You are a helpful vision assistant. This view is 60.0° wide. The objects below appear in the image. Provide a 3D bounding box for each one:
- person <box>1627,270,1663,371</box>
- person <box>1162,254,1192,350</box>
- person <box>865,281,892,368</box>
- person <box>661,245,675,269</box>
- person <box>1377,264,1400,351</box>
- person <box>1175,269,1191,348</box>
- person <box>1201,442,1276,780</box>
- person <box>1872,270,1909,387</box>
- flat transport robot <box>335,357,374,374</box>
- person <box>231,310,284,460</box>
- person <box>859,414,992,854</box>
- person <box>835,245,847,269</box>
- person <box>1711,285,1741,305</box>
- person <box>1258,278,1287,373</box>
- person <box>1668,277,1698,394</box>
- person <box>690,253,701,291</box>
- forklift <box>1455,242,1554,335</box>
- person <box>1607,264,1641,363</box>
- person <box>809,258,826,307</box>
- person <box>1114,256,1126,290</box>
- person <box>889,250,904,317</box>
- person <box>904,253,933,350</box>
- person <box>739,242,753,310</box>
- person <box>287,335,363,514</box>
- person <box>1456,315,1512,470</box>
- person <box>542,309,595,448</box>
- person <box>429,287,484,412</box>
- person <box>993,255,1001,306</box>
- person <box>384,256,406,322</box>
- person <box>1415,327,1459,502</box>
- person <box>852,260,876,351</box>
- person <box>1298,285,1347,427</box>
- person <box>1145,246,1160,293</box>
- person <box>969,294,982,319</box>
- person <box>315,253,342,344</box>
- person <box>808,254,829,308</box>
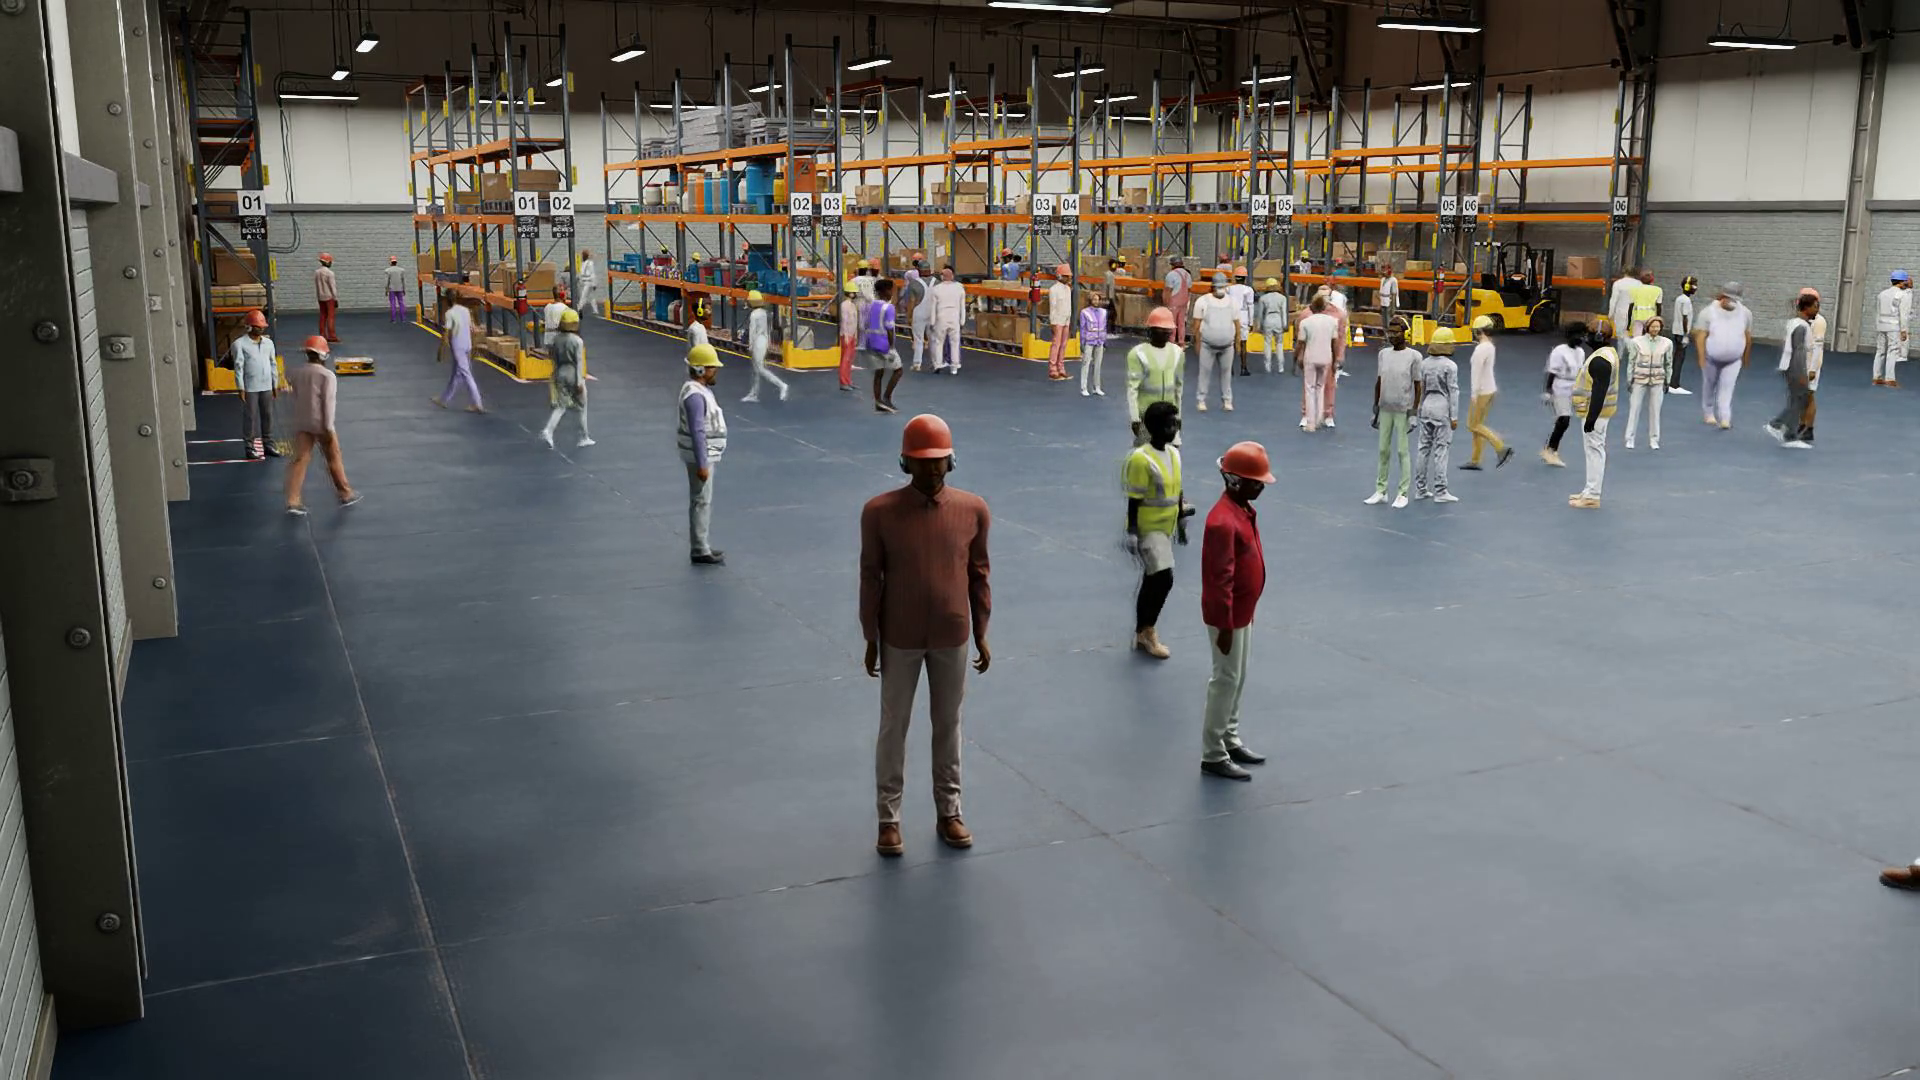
[{"bbox_3d":[12.392,-3.958,30.140,0.564,1.847,0.396,5,12,24],"label":"person"},{"bbox_3d":[4.483,-4.957,34.722,0.684,2.000,0.535,-10,15,-41],"label":"person"},{"bbox_3d":[-1.523,-4.054,31.207,0.532,1.618,0.644,0,11,0],"label":"person"},{"bbox_3d":[-8.823,-7.876,49.875,0.586,1.917,0.380,-5,12,-22],"label":"person"},{"bbox_3d":[8.935,-4.840,34.686,0.417,1.828,0.561,-2,11,-10],"label":"person"},{"bbox_3d":[4.752,-4.932,35.501,0.319,1.688,0.539,-2,11,-8],"label":"person"},{"bbox_3d":[1.416,0.355,8.498,0.355,1.737,0.578,4,12,20],"label":"person"},{"bbox_3d":[15.469,-3.504,27.610,0.416,1.939,0.610,-2,11,-11],"label":"person"},{"bbox_3d":[-10.999,-3.178,30.196,0.652,0.197,1.431,-4,12,-19],"label":"flat transport robot"},{"bbox_3d":[-8.237,-1.819,19.533,0.349,1.743,0.564,6,13,30],"label":"person"},{"bbox_3d":[-0.148,0.422,7.503,0.613,1.995,0.391,-3,11,-13],"label":"person"},{"bbox_3d":[-3.608,-8.227,51.744,0.574,1.882,0.358,5,12,23],"label":"person"},{"bbox_3d":[13.385,-3.648,29.175,0.530,1.653,0.416,10,15,41],"label":"person"},{"bbox_3d":[5.649,-3.878,30.068,0.501,1.715,0.529,1,11,7],"label":"person"},{"bbox_3d":[11.566,-3.271,26.606,0.319,1.865,0.521,2,11,11],"label":"person"},{"bbox_3d":[-7.425,-7.189,46.773,0.312,1.768,0.524,5,12,26],"label":"person"},{"bbox_3d":[13.047,-6.049,39.881,2.313,2.155,1.214,-5,12,-23],"label":"forklift"},{"bbox_3d":[12.743,-4.302,31.731,0.630,1.915,0.798,-5,12,-24],"label":"person"},{"bbox_3d":[-4.250,-7.538,49.047,0.888,1.568,0.489,-5,12,-24],"label":"person"},{"bbox_3d":[4.191,-6.544,43.523,0.351,1.759,0.523,-5,12,-25],"label":"person"},{"bbox_3d":[-1.840,-7.059,45.861,0.684,1.872,0.747,-4,12,-21],"label":"person"},{"bbox_3d":[-0.865,-5.004,34.950,0.608,2.046,0.367,-1,11,-5],"label":"person"},{"bbox_3d":[-6.303,-7.854,49.490,0.609,2.031,0.409,3,12,16],"label":"person"},{"bbox_3d":[-6.239,-1.122,16.107,0.571,1.695,0.918,4,12,21],"label":"person"},{"bbox_3d":[5.890,-1.633,18.576,0.515,1.739,0.551,6,13,29],"label":"person"},{"bbox_3d":[-4.819,-1.972,20.369,0.493,1.714,0.752,6,13,28],"label":"person"},{"bbox_3d":[-7.367,-2.762,24.169,0.986,1.791,0.526,3,11,14],"label":"person"},{"bbox_3d":[1.078,-7.696,49.699,0.288,1.627,0.501,-5,12,-23],"label":"person"},{"bbox_3d":[-14.936,-6.635,43.980,0.572,1.750,0.330,-9,14,-38],"label":"person"},{"bbox_3d":[4.802,-1.256,16.673,0.297,1.744,0.487,-7,13,-33],"label":"person"},{"bbox_3d":[-1.953,-4.881,34.682,0.606,1.901,0.774,-11,15,-43],"label":"person"},{"bbox_3d":[4.874,-2.471,22.434,0.642,1.909,0.410,2,11,12],"label":"person"},{"bbox_3d":[4.898,-6.450,42.345,0.413,2.036,0.606,-3,11,-14],"label":"person"},{"bbox_3d":[0.395,-6.884,44.987,0.522,1.853,0.518,-4,12,-18],"label":"person"},{"bbox_3d":[-13.970,-5.329,36.752,0.623,1.991,0.400,7,13,31],"label":"person"},{"bbox_3d":[-4.153,-7.488,48.394,0.806,1.725,0.516,2,11,11],"label":"person"}]
